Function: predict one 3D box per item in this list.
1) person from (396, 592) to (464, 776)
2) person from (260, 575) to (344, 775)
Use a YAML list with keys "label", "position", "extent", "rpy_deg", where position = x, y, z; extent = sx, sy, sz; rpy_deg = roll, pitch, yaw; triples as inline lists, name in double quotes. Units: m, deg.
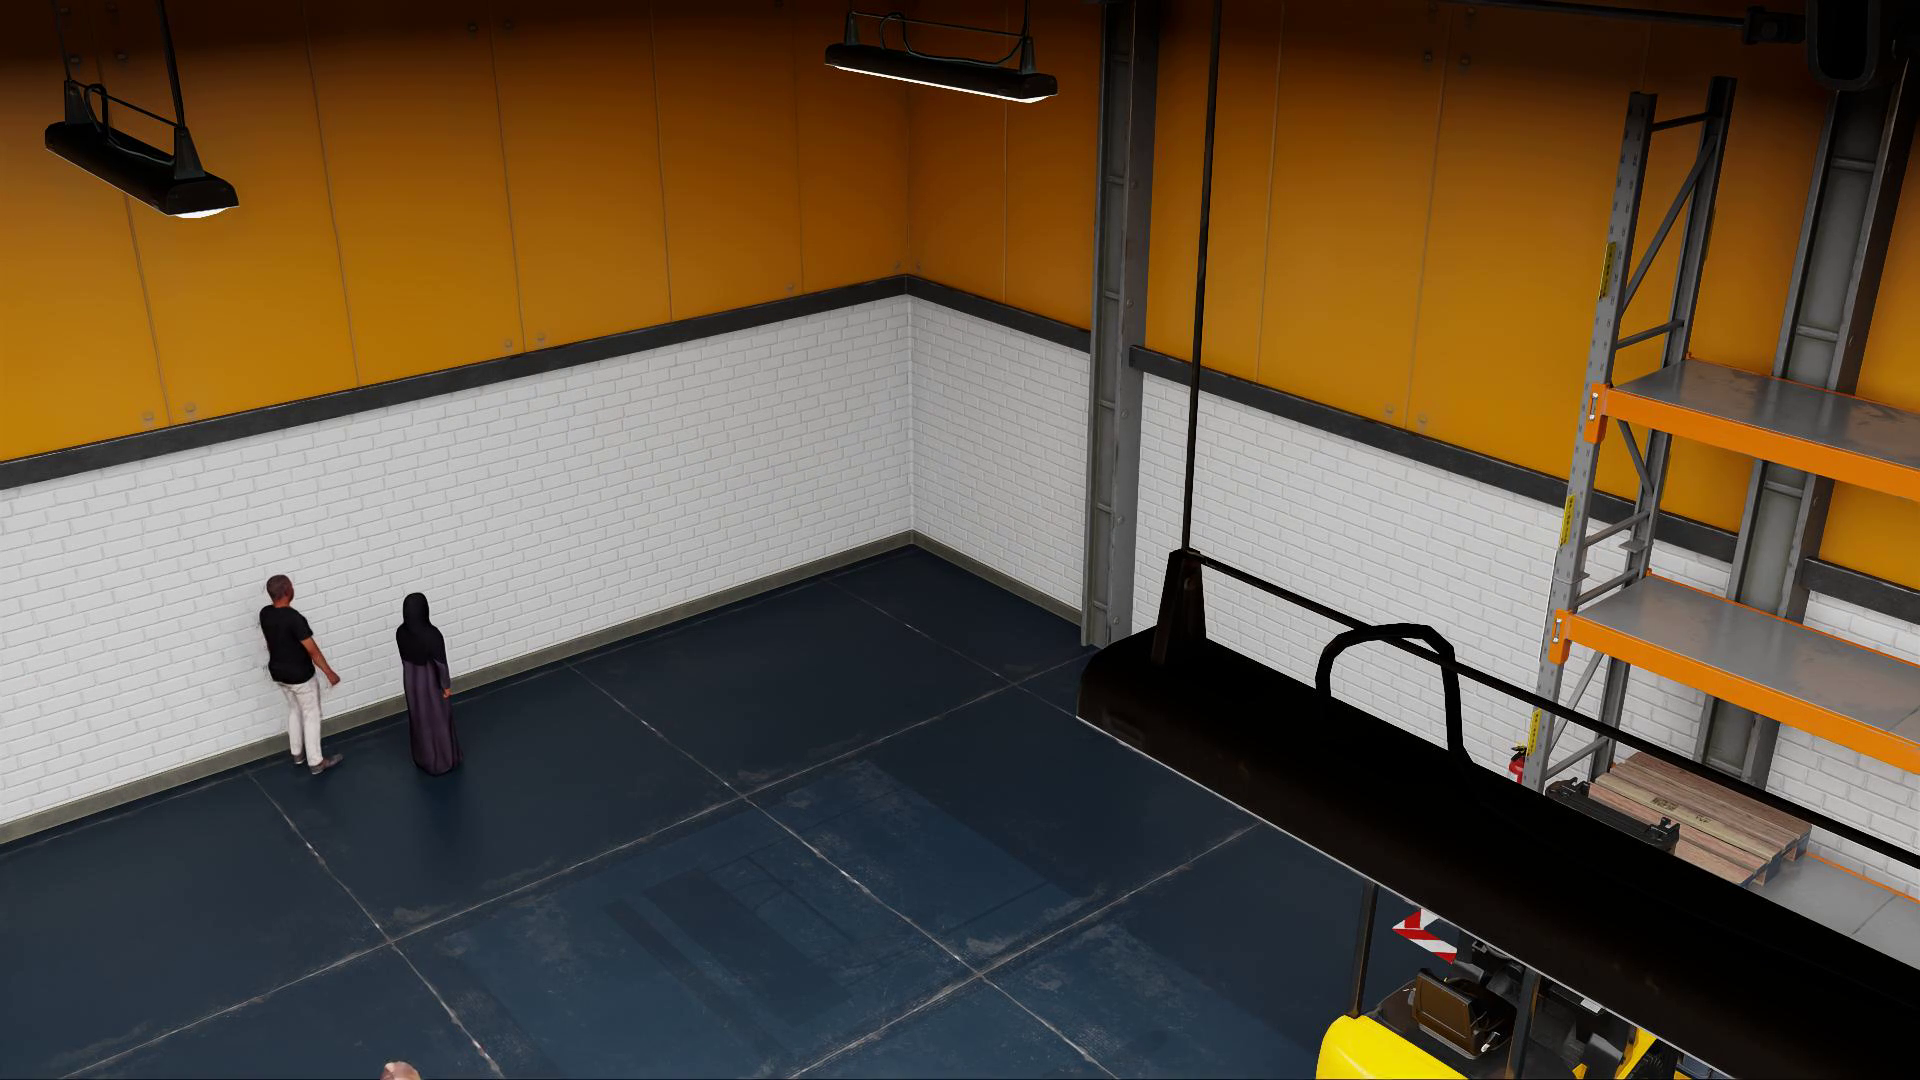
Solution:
- label: "person"
  position: [-4.456, 1.174, 13.836]
  extent: [0.693, 1.616, 0.773]
  rpy_deg: [8, 25, 17]
- label: "person"
  position: [-5.493, 1.132, 13.701]
  extent: [0.740, 1.801, 0.834]
  rpy_deg: [13, 27, 26]
